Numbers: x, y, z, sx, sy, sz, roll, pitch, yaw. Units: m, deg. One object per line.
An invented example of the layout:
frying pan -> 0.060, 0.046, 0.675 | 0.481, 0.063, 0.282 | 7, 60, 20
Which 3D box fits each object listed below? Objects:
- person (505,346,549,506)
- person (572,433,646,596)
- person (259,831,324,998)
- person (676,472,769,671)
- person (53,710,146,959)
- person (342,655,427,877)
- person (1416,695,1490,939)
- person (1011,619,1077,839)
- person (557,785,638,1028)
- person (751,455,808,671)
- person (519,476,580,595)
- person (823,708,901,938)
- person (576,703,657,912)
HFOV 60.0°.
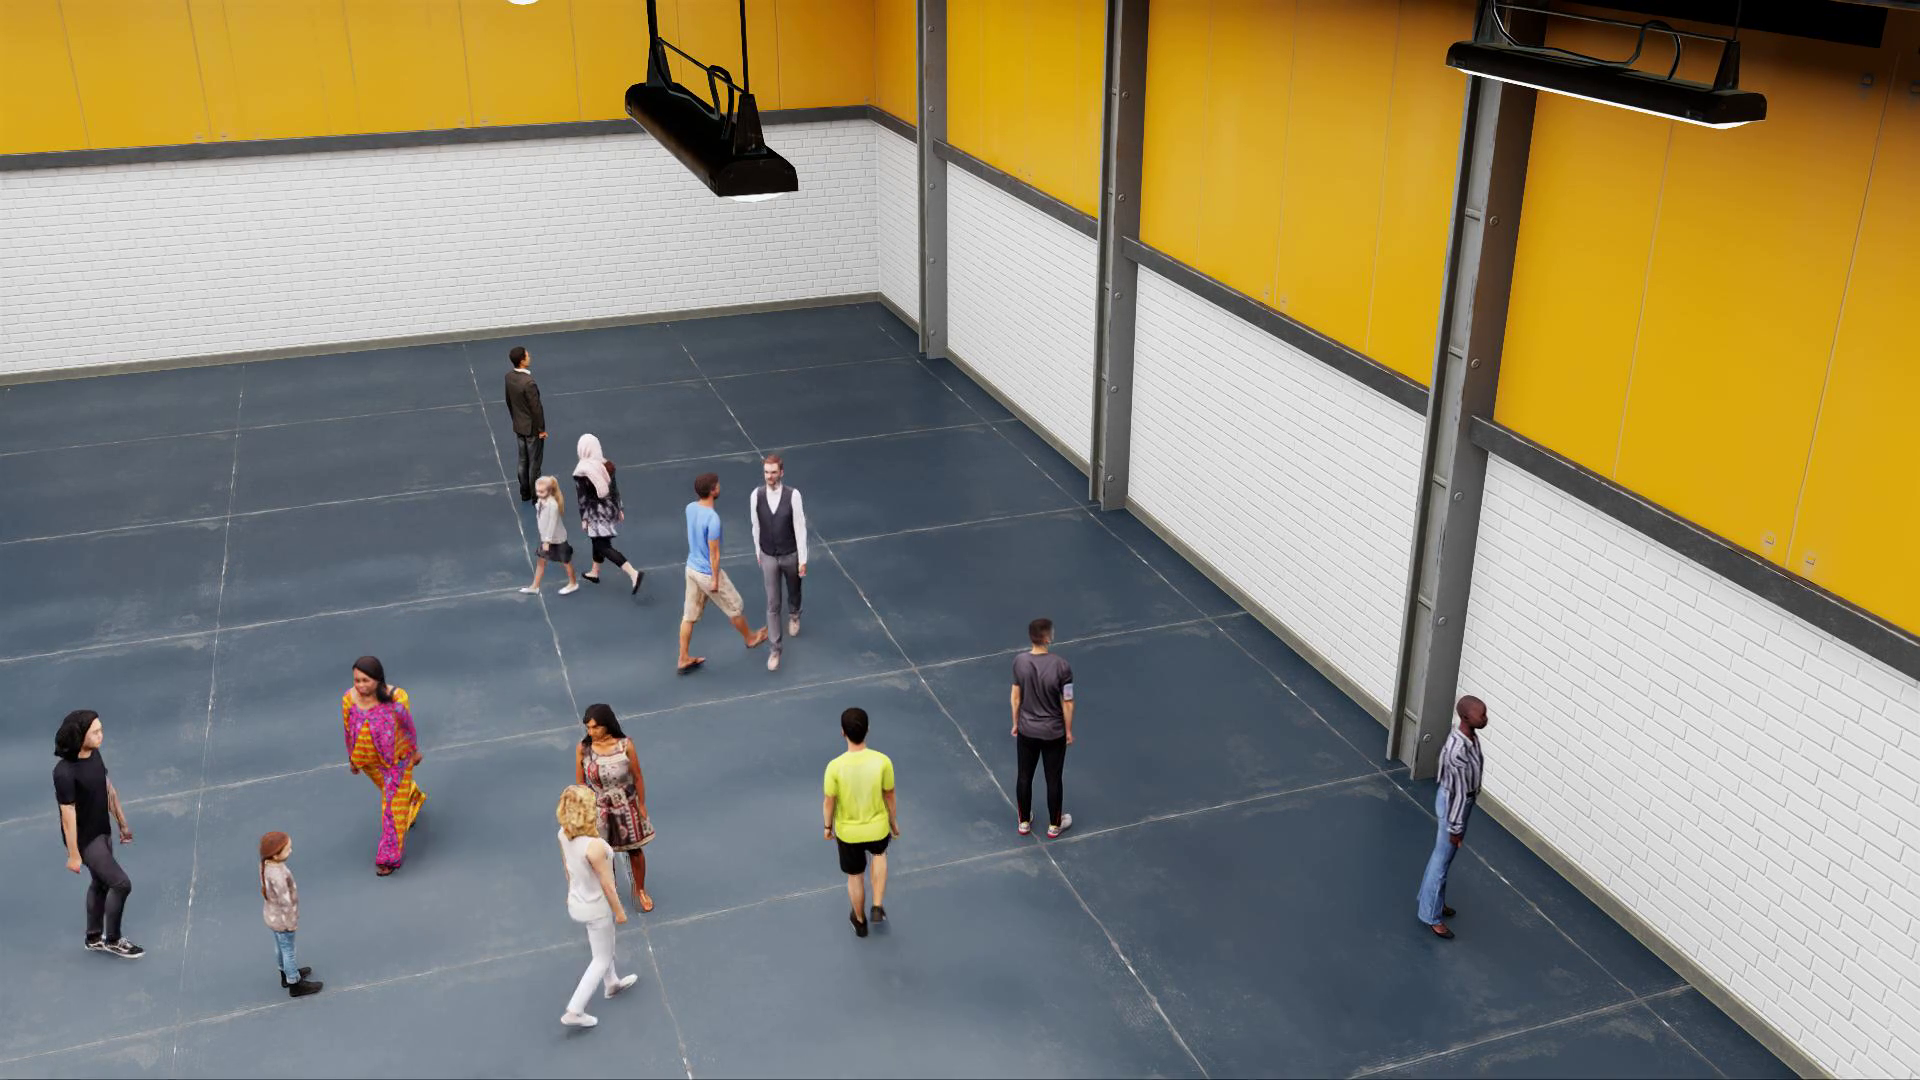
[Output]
person -> -4.808, -1.282, 18.477 | 0.672, 1.805, 0.818 | 19, 30, 36
person -> -3.439, -0.212, 16.303 | 1.221, 1.586, 1.074 | 14, 27, 29
person -> -4.407, 2.416, 10.787 | 0.588, 1.188, 0.479 | -17, 29, -33
person -> -2.334, 0.318, 14.801 | 1.044, 1.817, 1.233 | -21, 31, -39
person -> -5.866, 1.955, 11.057 | 0.819, 1.816, 0.708 | 0, 24, 0
person -> -4.202, 1.536, 12.234 | 0.995, 1.643, 1.297 | 2, 24, 4
person -> 3.361, 1.850, 11.326 | 0.777, 1.794, 0.700 | 9, 25, 19
person -> 0.599, 1.405, 12.384 | 0.725, 1.762, 0.766 | 8, 25, 18
person -> -2.352, 2.305, 10.449 | 0.853, 1.662, 0.904 | -20, 31, -39
person -> -1.608, 0.109, 15.171 | 1.022, 1.904, 1.351 | 2, 24, 4
person -> -3.943, -0.047, 16.341 | 0.742, 1.252, 0.803 | -21, 31, -39
person -> -0.642, 1.953, 11.207 | 0.703, 1.700, 0.680 | -4, 24, -10
person -> -2.399, 1.840, 11.538 | 0.728, 1.642, 0.644 | -5, 24, -10
